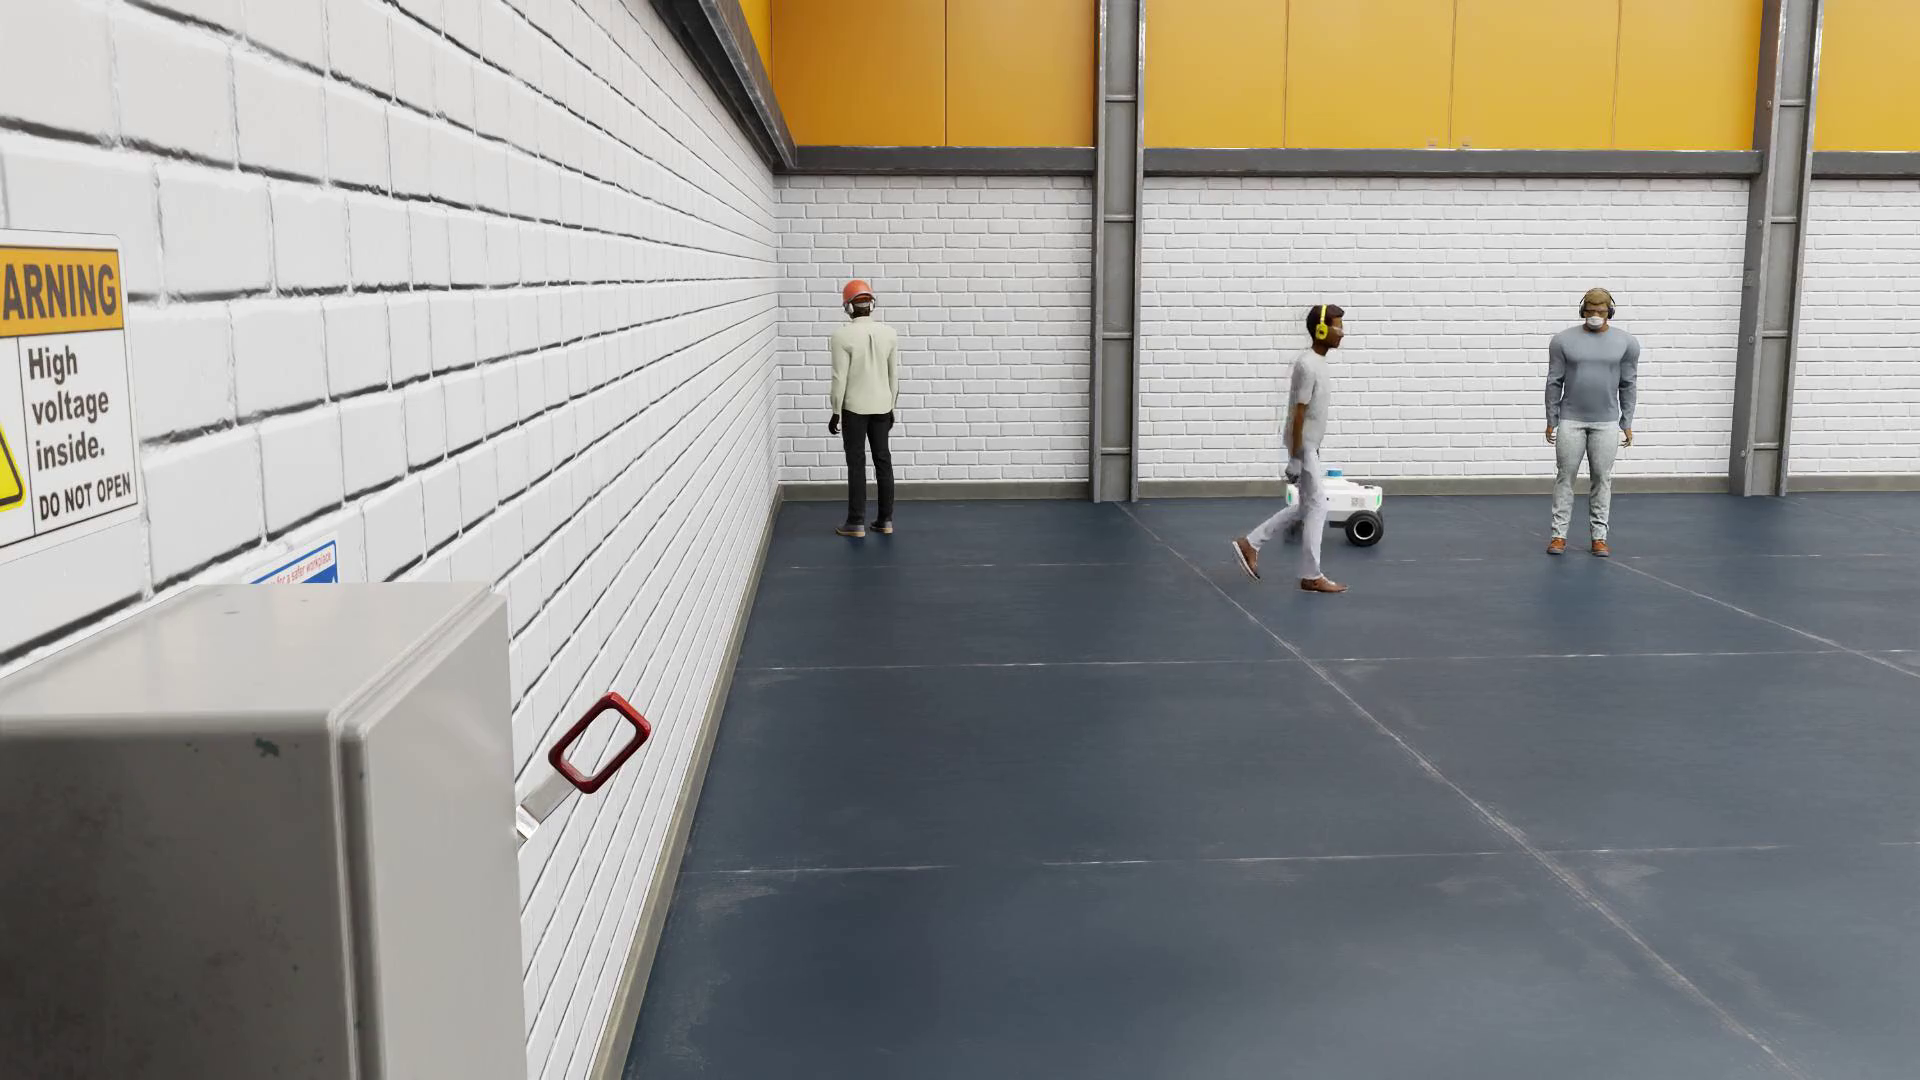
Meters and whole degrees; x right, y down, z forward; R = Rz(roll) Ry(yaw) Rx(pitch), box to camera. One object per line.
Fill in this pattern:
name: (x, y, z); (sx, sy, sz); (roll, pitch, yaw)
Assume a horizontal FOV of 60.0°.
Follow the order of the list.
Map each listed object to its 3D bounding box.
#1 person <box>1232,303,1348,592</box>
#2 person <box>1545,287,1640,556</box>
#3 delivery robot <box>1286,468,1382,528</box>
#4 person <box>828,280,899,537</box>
person: (2.131, -0.585, 10.635); (0.676, 1.847, 0.535); (2, 9, 13)
person: (4.542, -0.845, 12.005); (0.627, 1.934, 0.372); (3, 10, 19)
delivery robot: (2.828, -0.300, 12.596); (0.707, 0.478, 0.477); (2, 9, 13)
person: (-0.758, -1.019, 12.935); (0.609, 1.984, 0.398); (-7, 11, -35)
